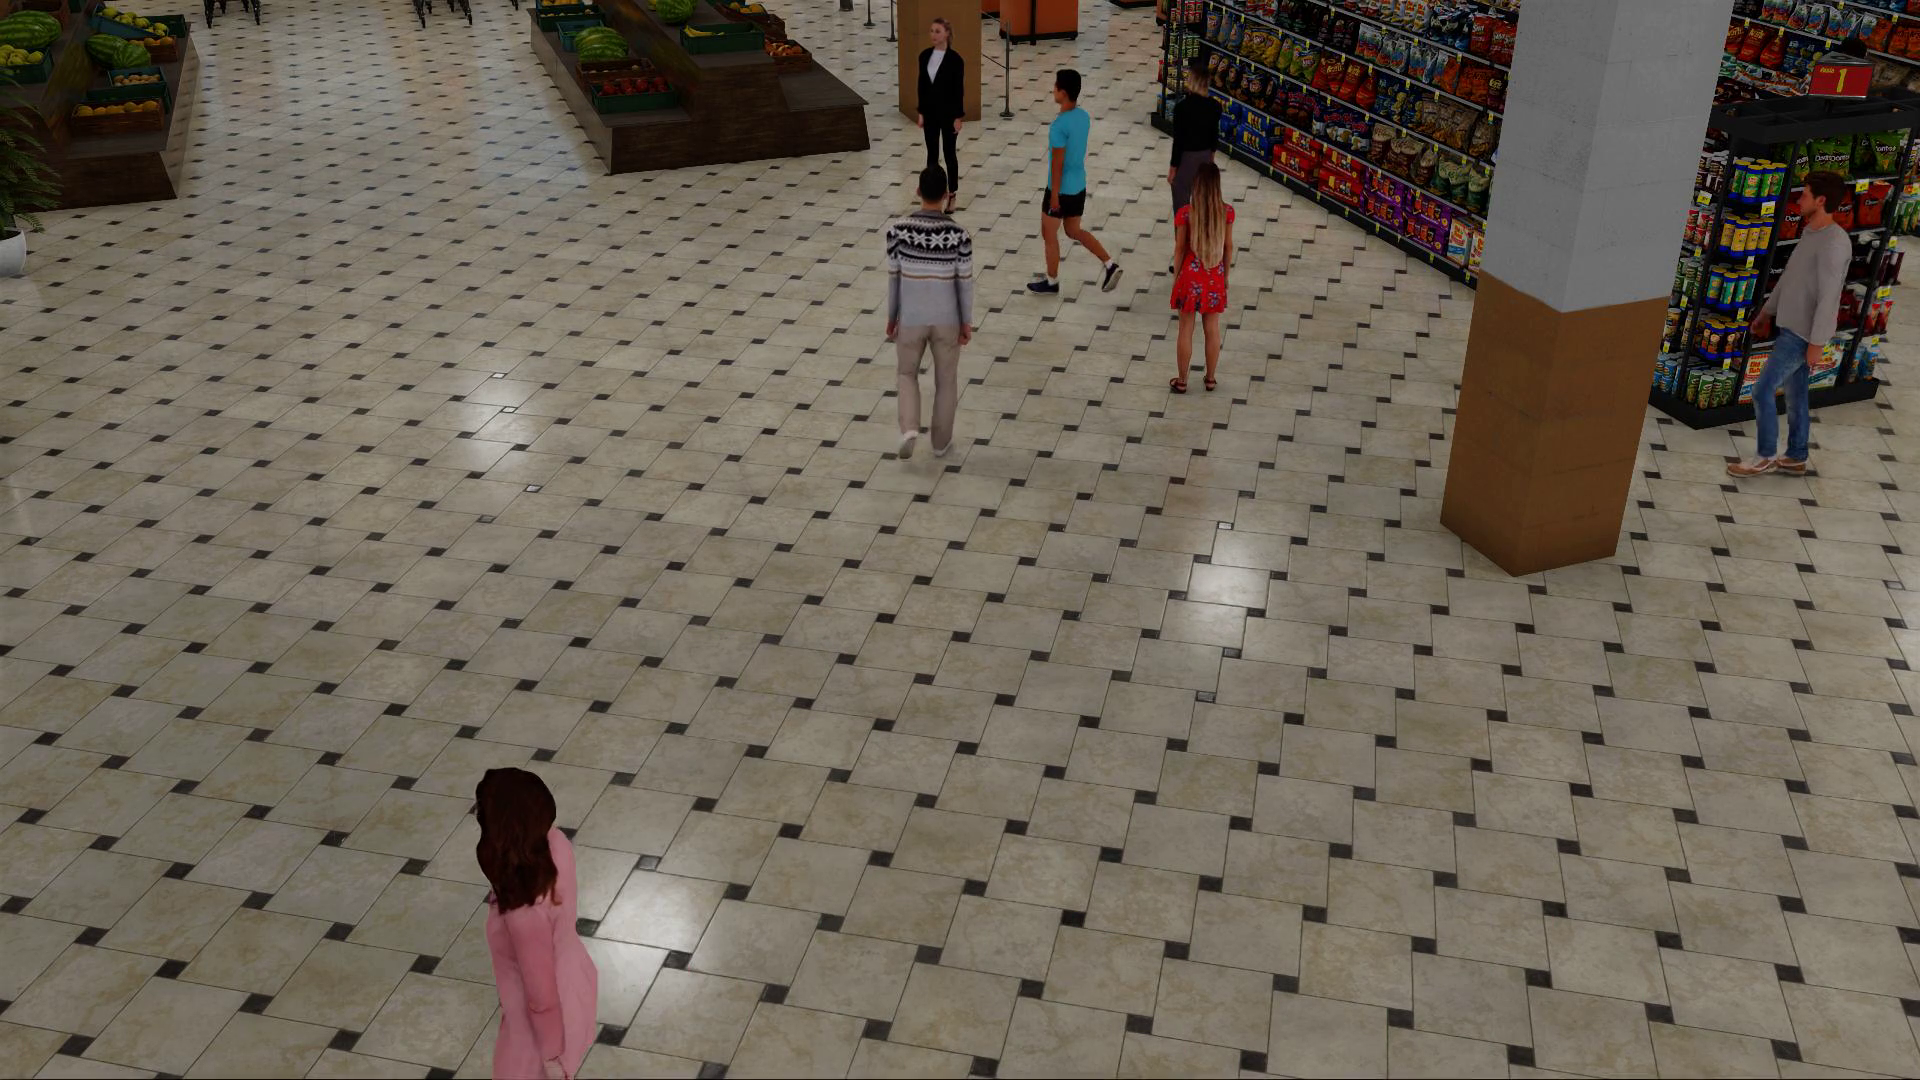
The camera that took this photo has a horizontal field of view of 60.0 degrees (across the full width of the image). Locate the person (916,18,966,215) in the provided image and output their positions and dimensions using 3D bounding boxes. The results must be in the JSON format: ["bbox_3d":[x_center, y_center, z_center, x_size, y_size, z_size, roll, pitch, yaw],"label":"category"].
[{"bbox_3d":[-0.161,-3.724,14.634,0.676,1.706,0.751,15,32,25],"label":"person"}]

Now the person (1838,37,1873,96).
[{"bbox_3d":[6.922,-3.002,13.201,0.754,1.812,1.180,-13,31,-22],"label":"person"}]

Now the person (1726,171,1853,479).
[{"bbox_3d":[5.107,-1.233,9.906,0.894,1.864,0.827,5,29,10],"label":"person"}]

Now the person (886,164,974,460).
[{"bbox_3d":[-0.196,-1.321,10.090,0.848,1.843,0.923,2,29,3],"label":"person"}]

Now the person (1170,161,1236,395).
[{"bbox_3d":[1.609,-1.750,11.137,0.617,1.593,0.609,-3,29,-6],"label":"person"}]

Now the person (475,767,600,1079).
[{"bbox_3d":[-1.175,1.445,5.080,0.823,1.789,0.793,1,29,2],"label":"person"}]

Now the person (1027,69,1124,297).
[{"bbox_3d":[0.897,-2.644,12.609,1.103,1.750,1.004,15,32,25],"label":"person"}]

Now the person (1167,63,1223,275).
[{"bbox_3d":[1.854,-2.939,13.234,0.626,1.670,0.575,-14,32,-24],"label":"person"}]
